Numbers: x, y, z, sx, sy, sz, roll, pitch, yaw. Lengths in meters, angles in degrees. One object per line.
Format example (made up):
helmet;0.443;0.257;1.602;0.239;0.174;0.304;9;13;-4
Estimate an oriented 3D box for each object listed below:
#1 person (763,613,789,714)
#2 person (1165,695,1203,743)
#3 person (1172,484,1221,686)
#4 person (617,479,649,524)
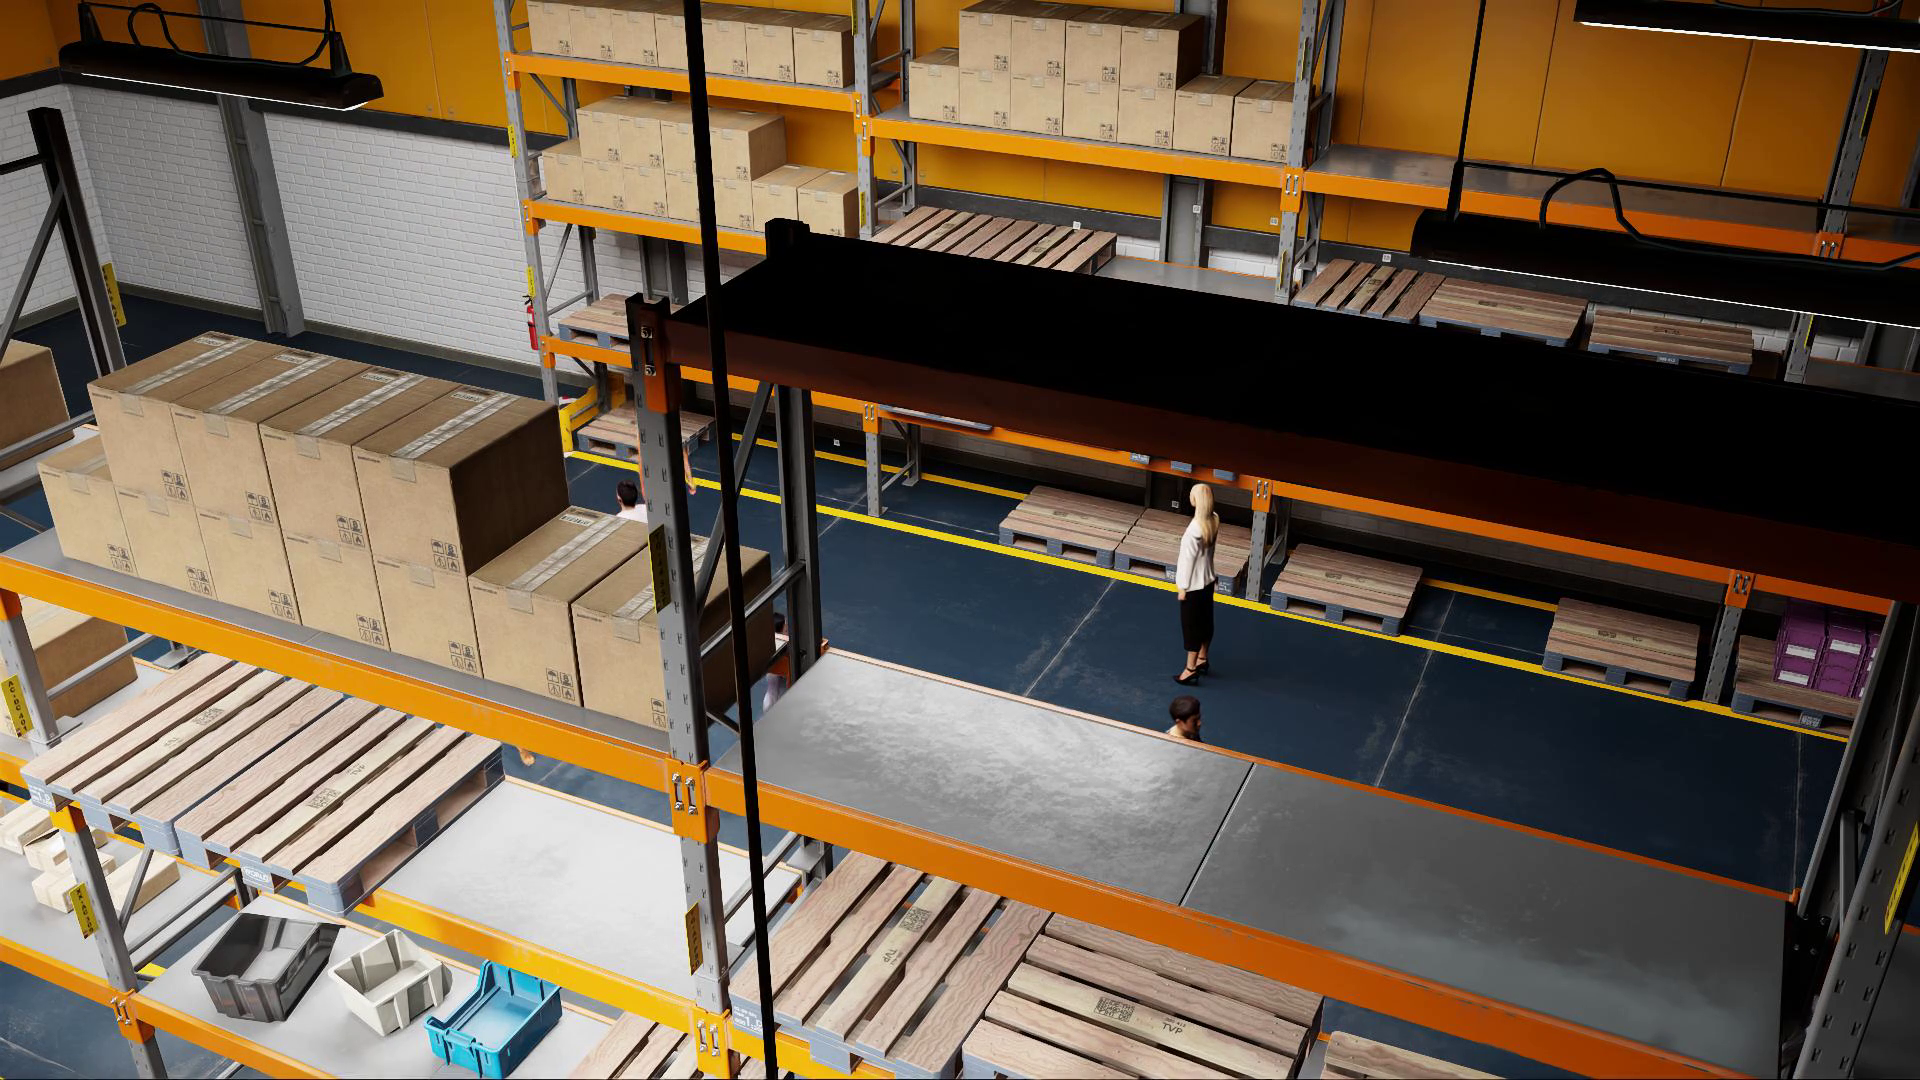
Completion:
person;-1.431;1.292;12.448;1.097;1.720;0.917;-1;29;-3
person;1.506;1.795;11.529;0.569;1.717;0.631;15;32;26
person;1.994;0.372;13.992;0.562;1.858;0.630;17;33;29
person;-2.779;0.248;14.339;0.742;1.742;0.770;25;37;38
